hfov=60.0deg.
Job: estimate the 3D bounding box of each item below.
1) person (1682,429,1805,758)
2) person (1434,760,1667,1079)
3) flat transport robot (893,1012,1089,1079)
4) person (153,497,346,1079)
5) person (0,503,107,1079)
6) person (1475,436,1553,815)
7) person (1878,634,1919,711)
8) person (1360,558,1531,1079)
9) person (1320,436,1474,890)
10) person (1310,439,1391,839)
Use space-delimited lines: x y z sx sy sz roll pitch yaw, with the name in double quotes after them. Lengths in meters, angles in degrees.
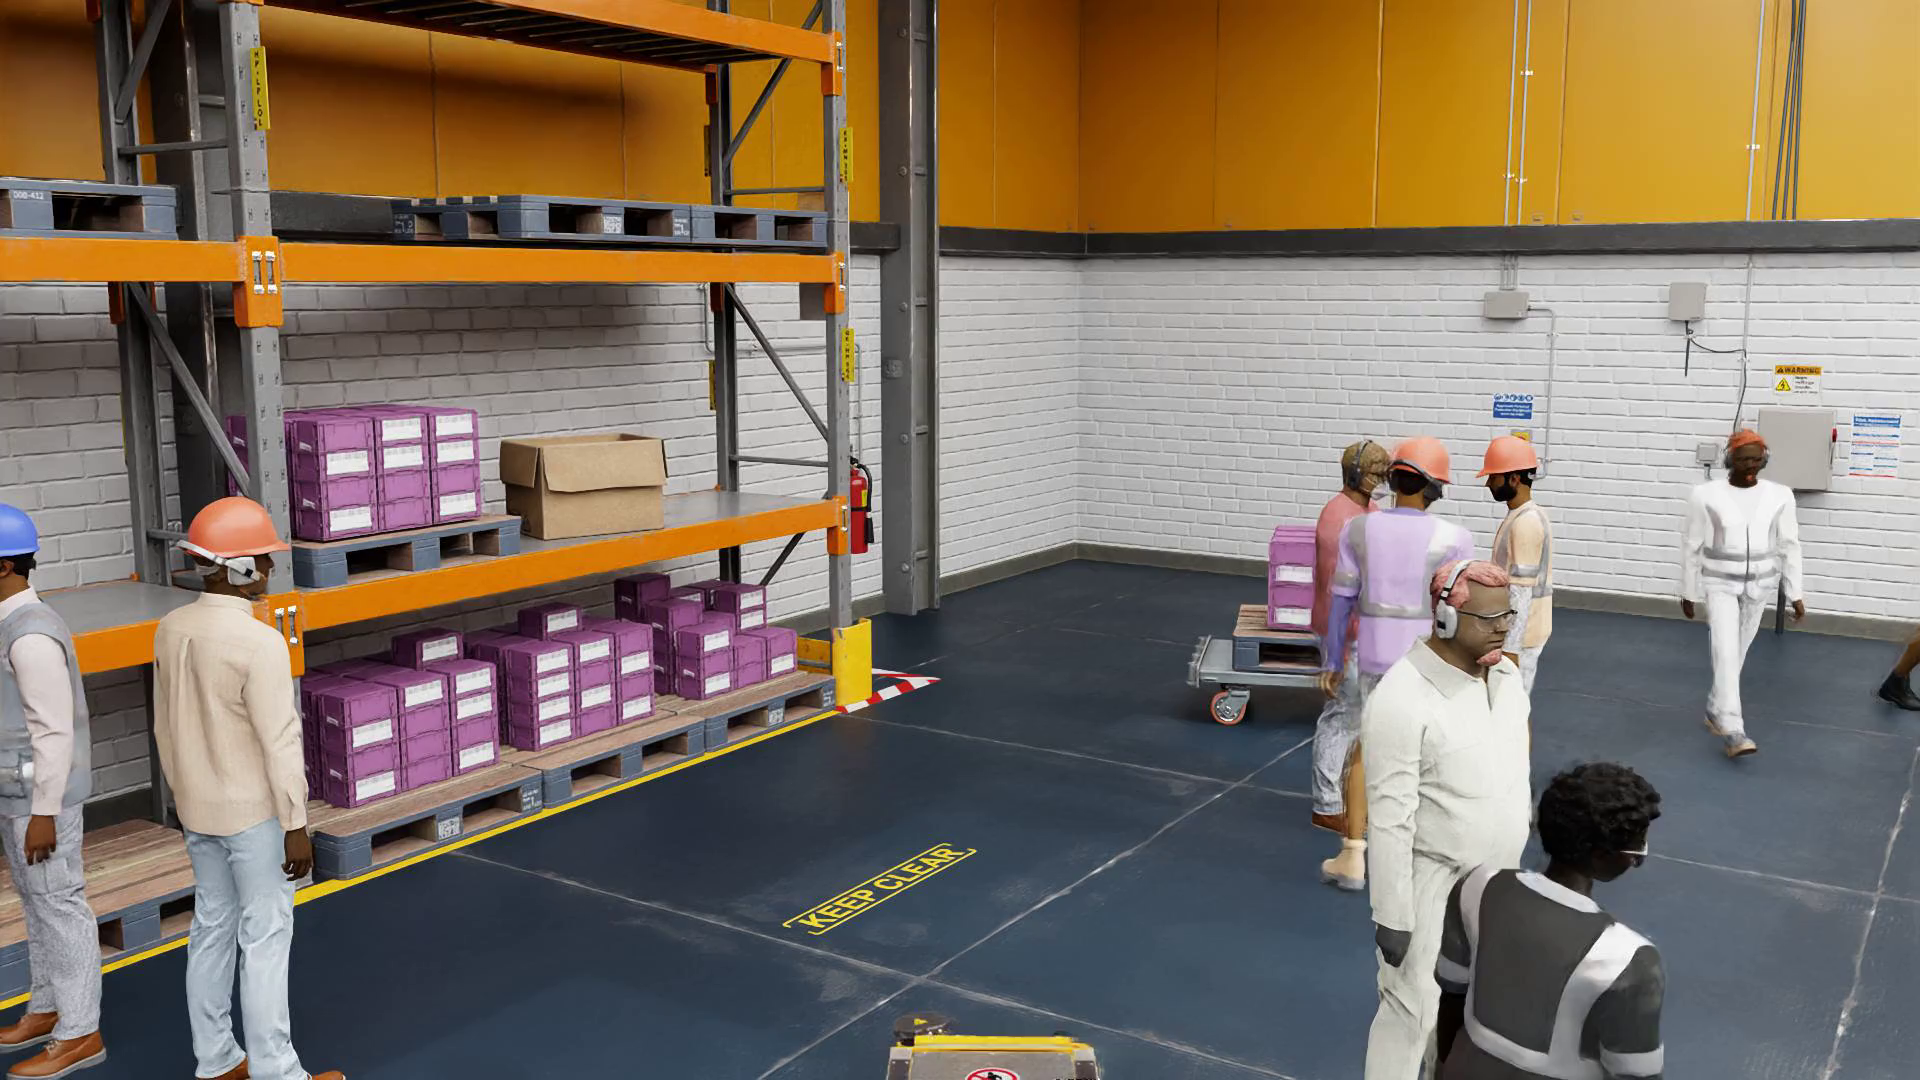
4.456 0.292 9.486 0.593 1.833 0.978 1 9 6 "person"
1.241 1.284 3.574 0.318 1.669 0.617 -6 10 -33 "person"
0.096 1.779 4.880 0.652 0.197 1.431 0 9 1 "flat transport robot"
-2.287 0.853 5.319 0.624 1.992 0.390 5 10 31 "person"
-3.126 0.837 5.576 0.404 1.948 0.605 -7 11 -38 "person"
2.703 0.449 8.186 0.391 1.923 0.553 3 9 16 "person"
6.120 0.176 10.080 0.562 1.892 0.987 -6 10 -33 "person"
1.418 0.989 4.776 0.635 1.900 0.398 -7 11 -40 "person"
1.925 0.549 7.359 0.666 1.998 0.721 6 10 32 "person"
1.892 0.472 8.033 0.384 1.929 0.635 4 10 27 "person"
